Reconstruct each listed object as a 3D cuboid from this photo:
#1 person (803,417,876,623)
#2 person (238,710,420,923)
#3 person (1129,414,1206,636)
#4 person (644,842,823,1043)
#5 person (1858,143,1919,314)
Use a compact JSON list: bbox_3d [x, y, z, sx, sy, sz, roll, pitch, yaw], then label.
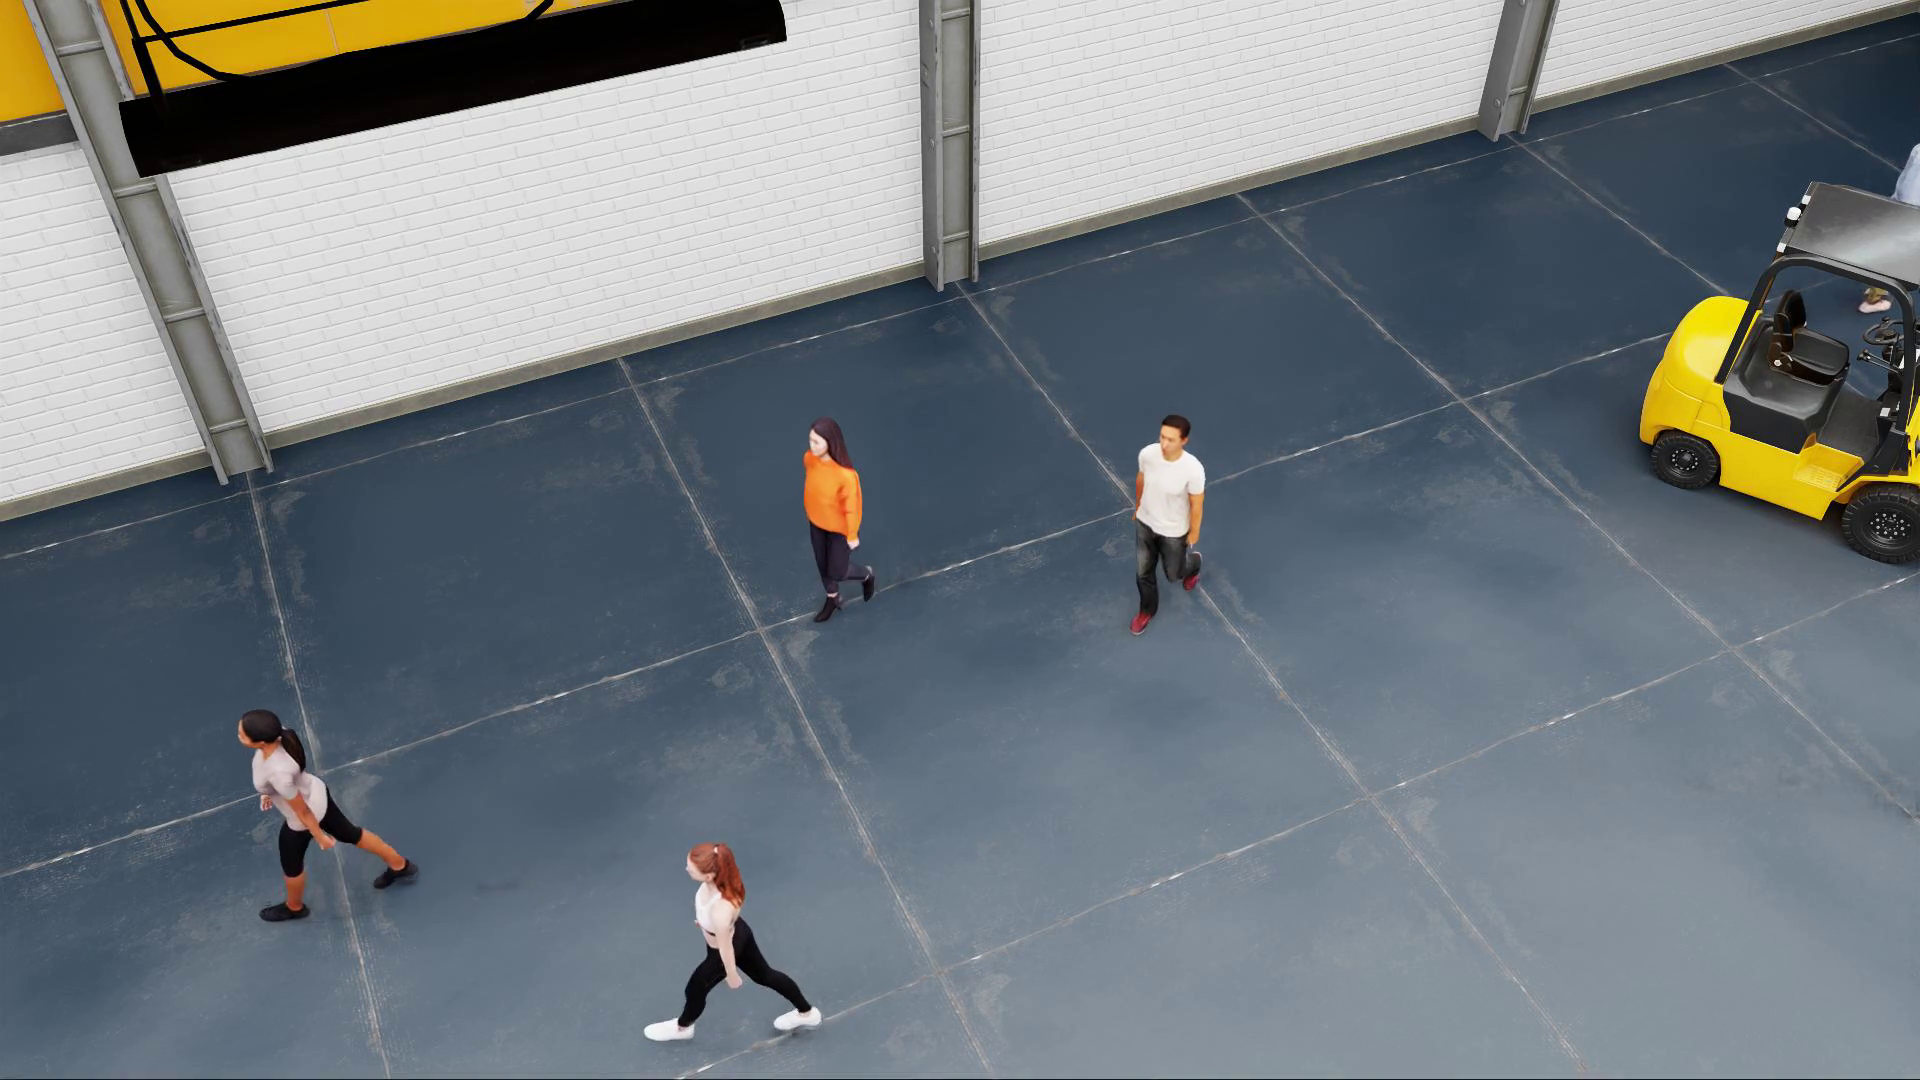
[{"bbox_3d":[-0.789,-0.140,11.116,0.757,1.737,0.841,34,53,30],"label":"person"},{"bbox_3d":[-3.599,1.519,9.396,1.187,1.706,0.759,-10,45,-11],"label":"person"},{"bbox_3d":[1.415,-0.160,11.097,0.923,1.791,1.060,25,49,24],"label":"person"},{"bbox_3d":[-1.131,2.139,8.756,1.280,1.691,0.902,-4,44,-4],"label":"person"},{"bbox_3d":[7.813,-2.649,13.706,0.717,1.796,0.744,-11,45,-11],"label":"person"}]
